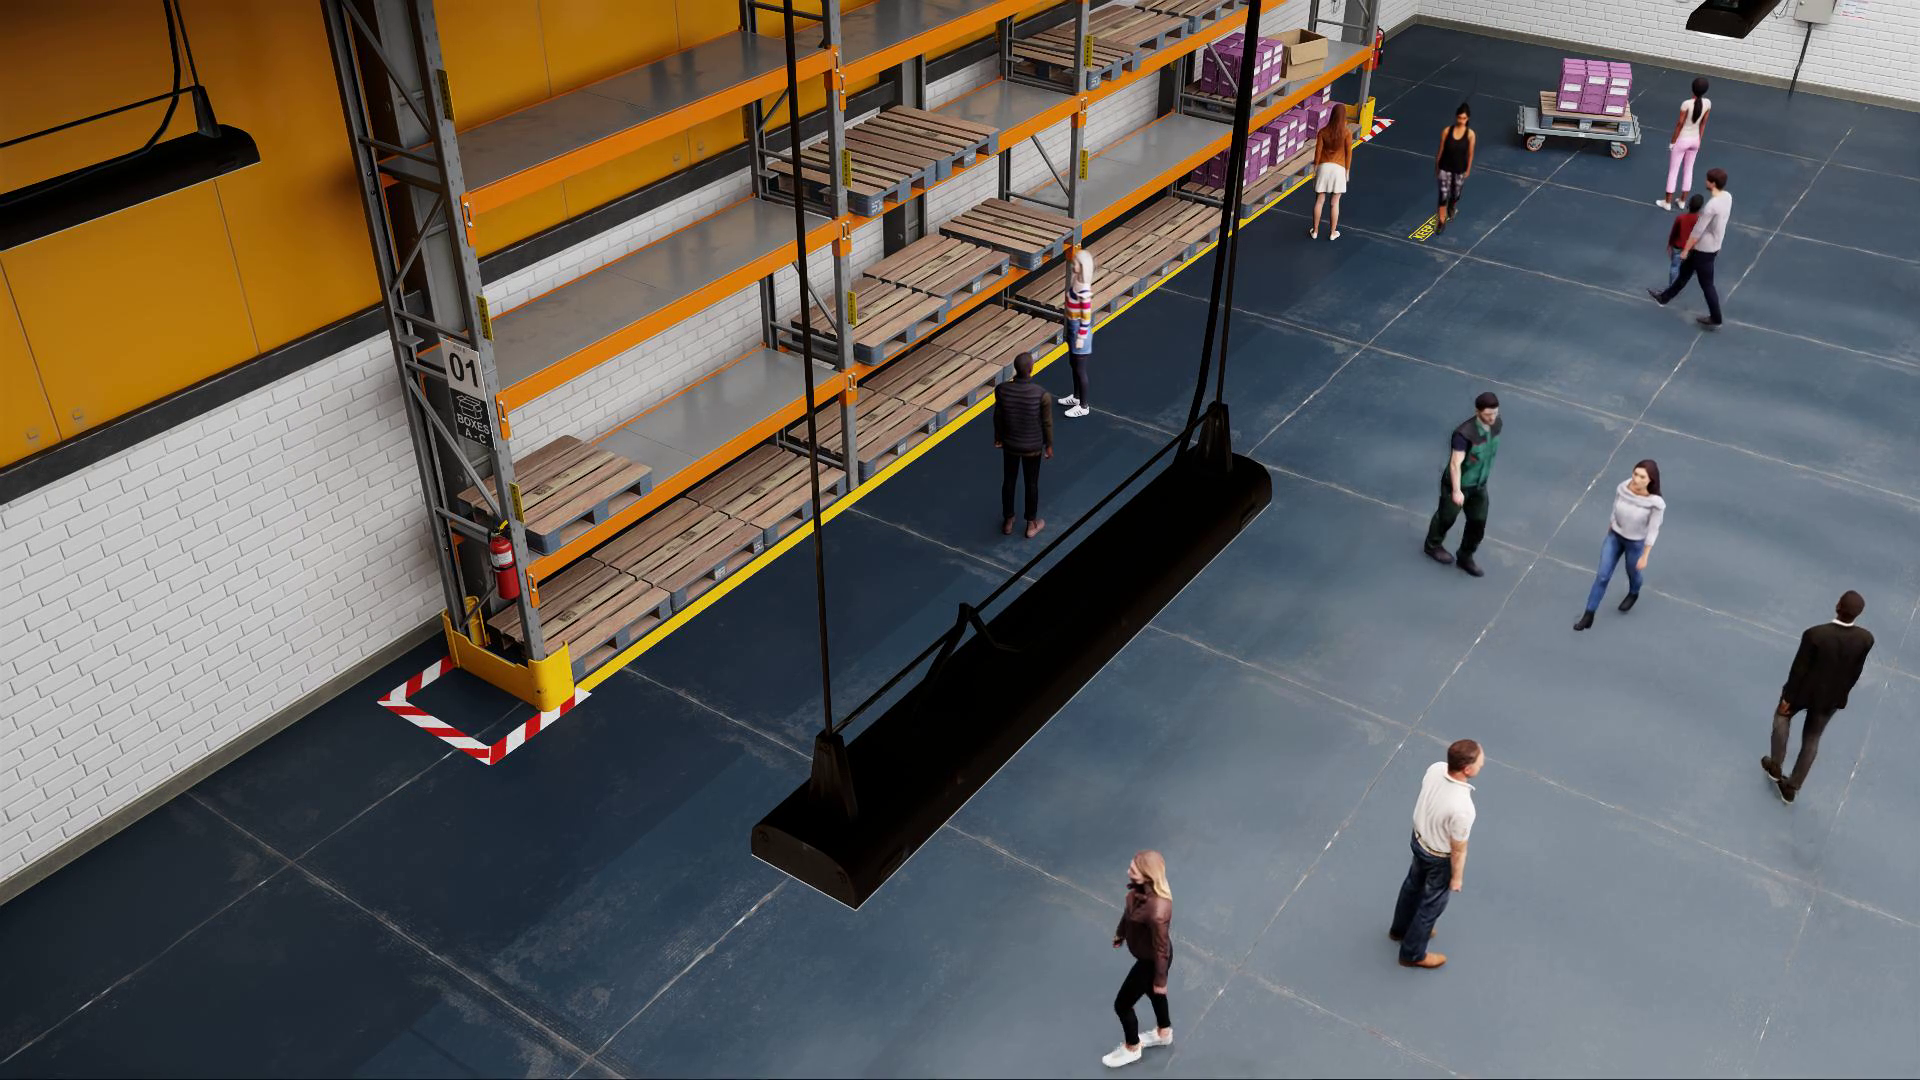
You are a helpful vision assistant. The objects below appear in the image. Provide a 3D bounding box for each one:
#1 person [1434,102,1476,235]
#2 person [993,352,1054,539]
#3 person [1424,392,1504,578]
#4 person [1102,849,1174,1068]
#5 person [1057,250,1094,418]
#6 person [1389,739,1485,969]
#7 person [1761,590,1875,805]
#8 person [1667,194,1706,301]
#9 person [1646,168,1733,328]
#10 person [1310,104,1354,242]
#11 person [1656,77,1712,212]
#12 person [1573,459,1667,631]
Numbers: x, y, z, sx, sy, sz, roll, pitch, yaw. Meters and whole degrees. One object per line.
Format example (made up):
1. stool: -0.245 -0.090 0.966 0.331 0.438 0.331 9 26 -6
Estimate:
1. person: 6.213 -4.707 20.950 0.721 1.656 0.907 11 35 16
2. person: 0.556 -0.865 15.008 0.760 1.836 0.668 11 35 16
3. person: 4.372 -0.558 14.535 0.957 1.846 0.966 -25 41 -32
4. person: 1.224 2.515 10.059 0.851 1.684 0.791 -1 34 -1
5. person: 1.214 -2.108 16.903 0.768 1.808 0.699 -5 34 -7
6. person: 3.038 1.999 10.688 0.812 1.846 0.744 -5 34 -7
7. person: 6.196 1.178 11.980 0.812 1.784 0.854 5 34 8
8. person: 8.428 -3.383 19.345 0.645 1.226 0.891 11 35 16
9. person: 8.425 -3.215 18.587 0.841 1.787 1.154 27 42 35
10. person: 4.619 -4.578 20.695 0.676 1.723 0.664 10 35 14
11. person: 9.390 -5.131 21.511 0.650 1.741 0.714 -6 34 -9
12. person: 5.632 0.017 13.907 1.135 1.584 0.827 -24 40 -31
